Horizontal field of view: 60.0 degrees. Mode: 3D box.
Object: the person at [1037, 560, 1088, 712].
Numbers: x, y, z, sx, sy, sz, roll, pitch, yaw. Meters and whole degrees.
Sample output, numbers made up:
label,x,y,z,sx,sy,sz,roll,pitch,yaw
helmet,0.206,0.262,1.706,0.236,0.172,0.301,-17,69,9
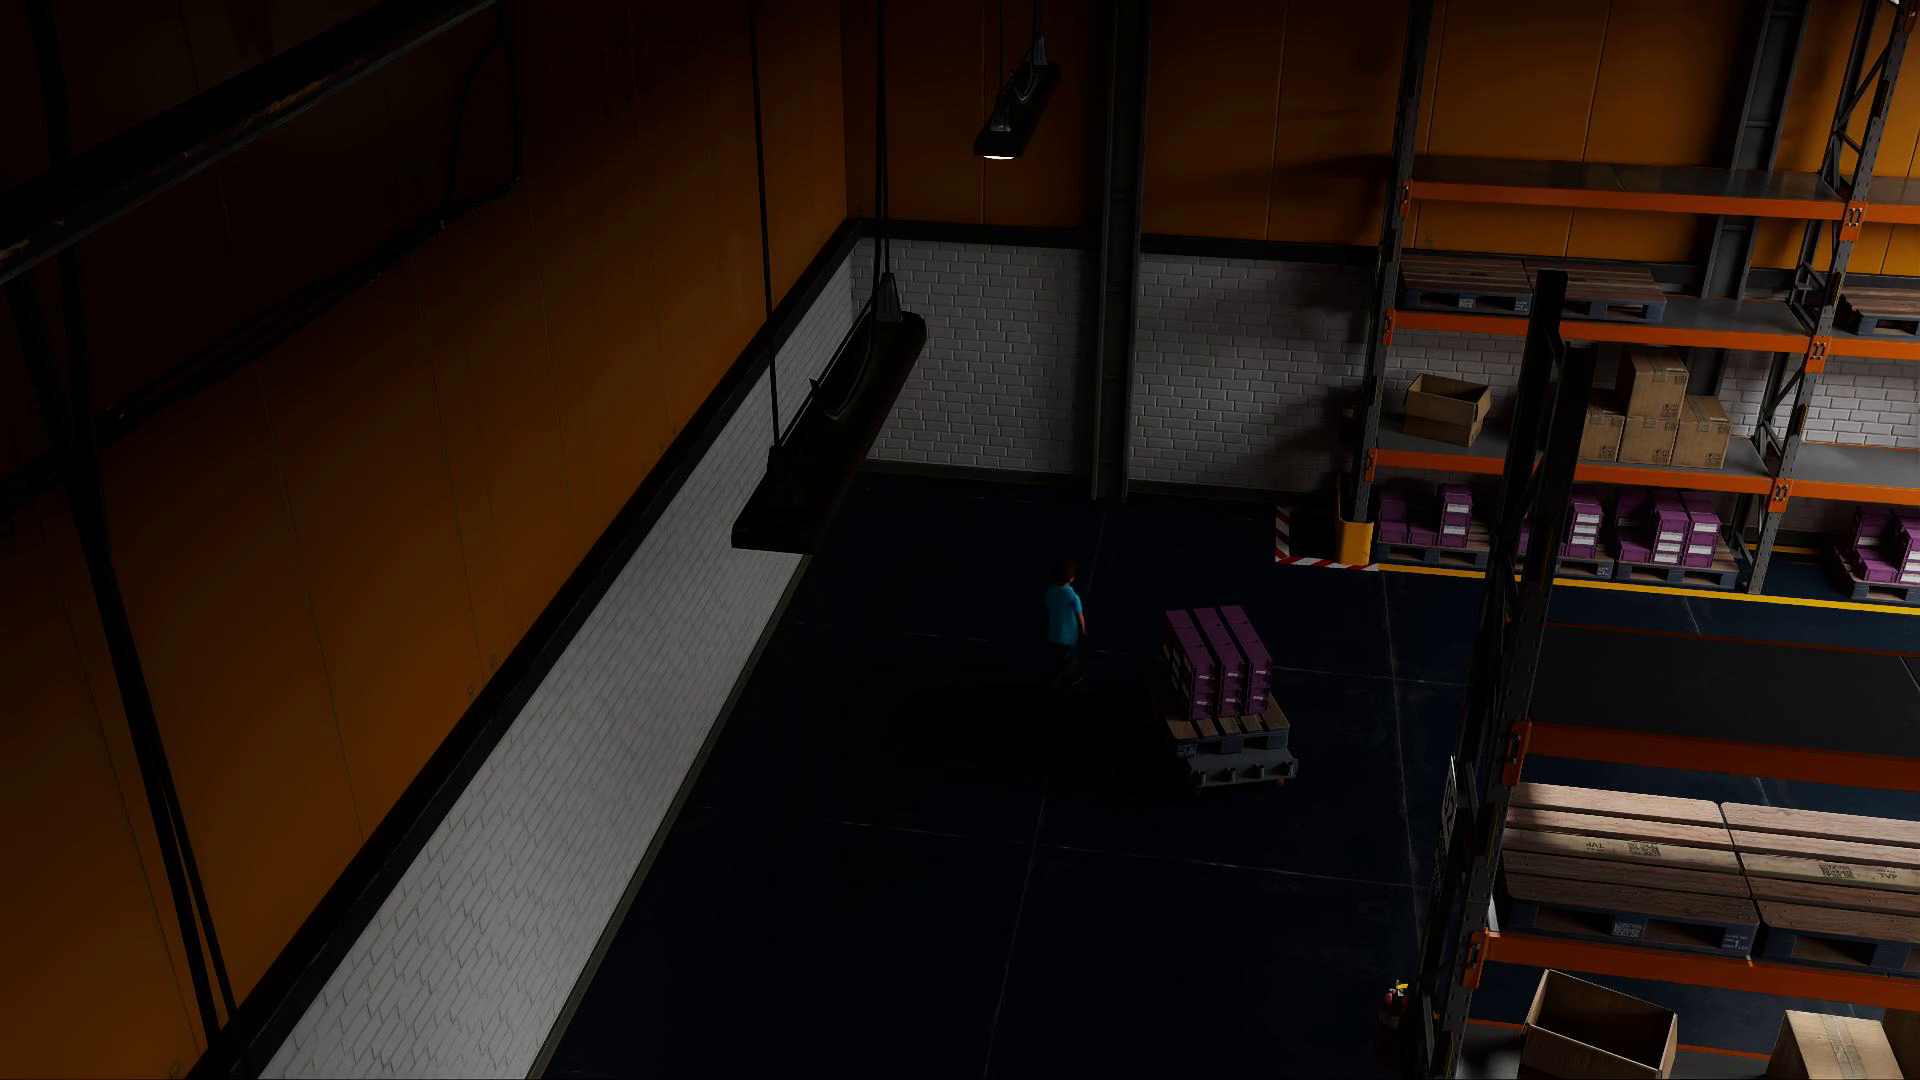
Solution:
label,x,y,z,sx,sy,sz,roll,pitch,yaw
person,0.883,0.878,14.915,0.932,1.419,0.917,26,38,38
